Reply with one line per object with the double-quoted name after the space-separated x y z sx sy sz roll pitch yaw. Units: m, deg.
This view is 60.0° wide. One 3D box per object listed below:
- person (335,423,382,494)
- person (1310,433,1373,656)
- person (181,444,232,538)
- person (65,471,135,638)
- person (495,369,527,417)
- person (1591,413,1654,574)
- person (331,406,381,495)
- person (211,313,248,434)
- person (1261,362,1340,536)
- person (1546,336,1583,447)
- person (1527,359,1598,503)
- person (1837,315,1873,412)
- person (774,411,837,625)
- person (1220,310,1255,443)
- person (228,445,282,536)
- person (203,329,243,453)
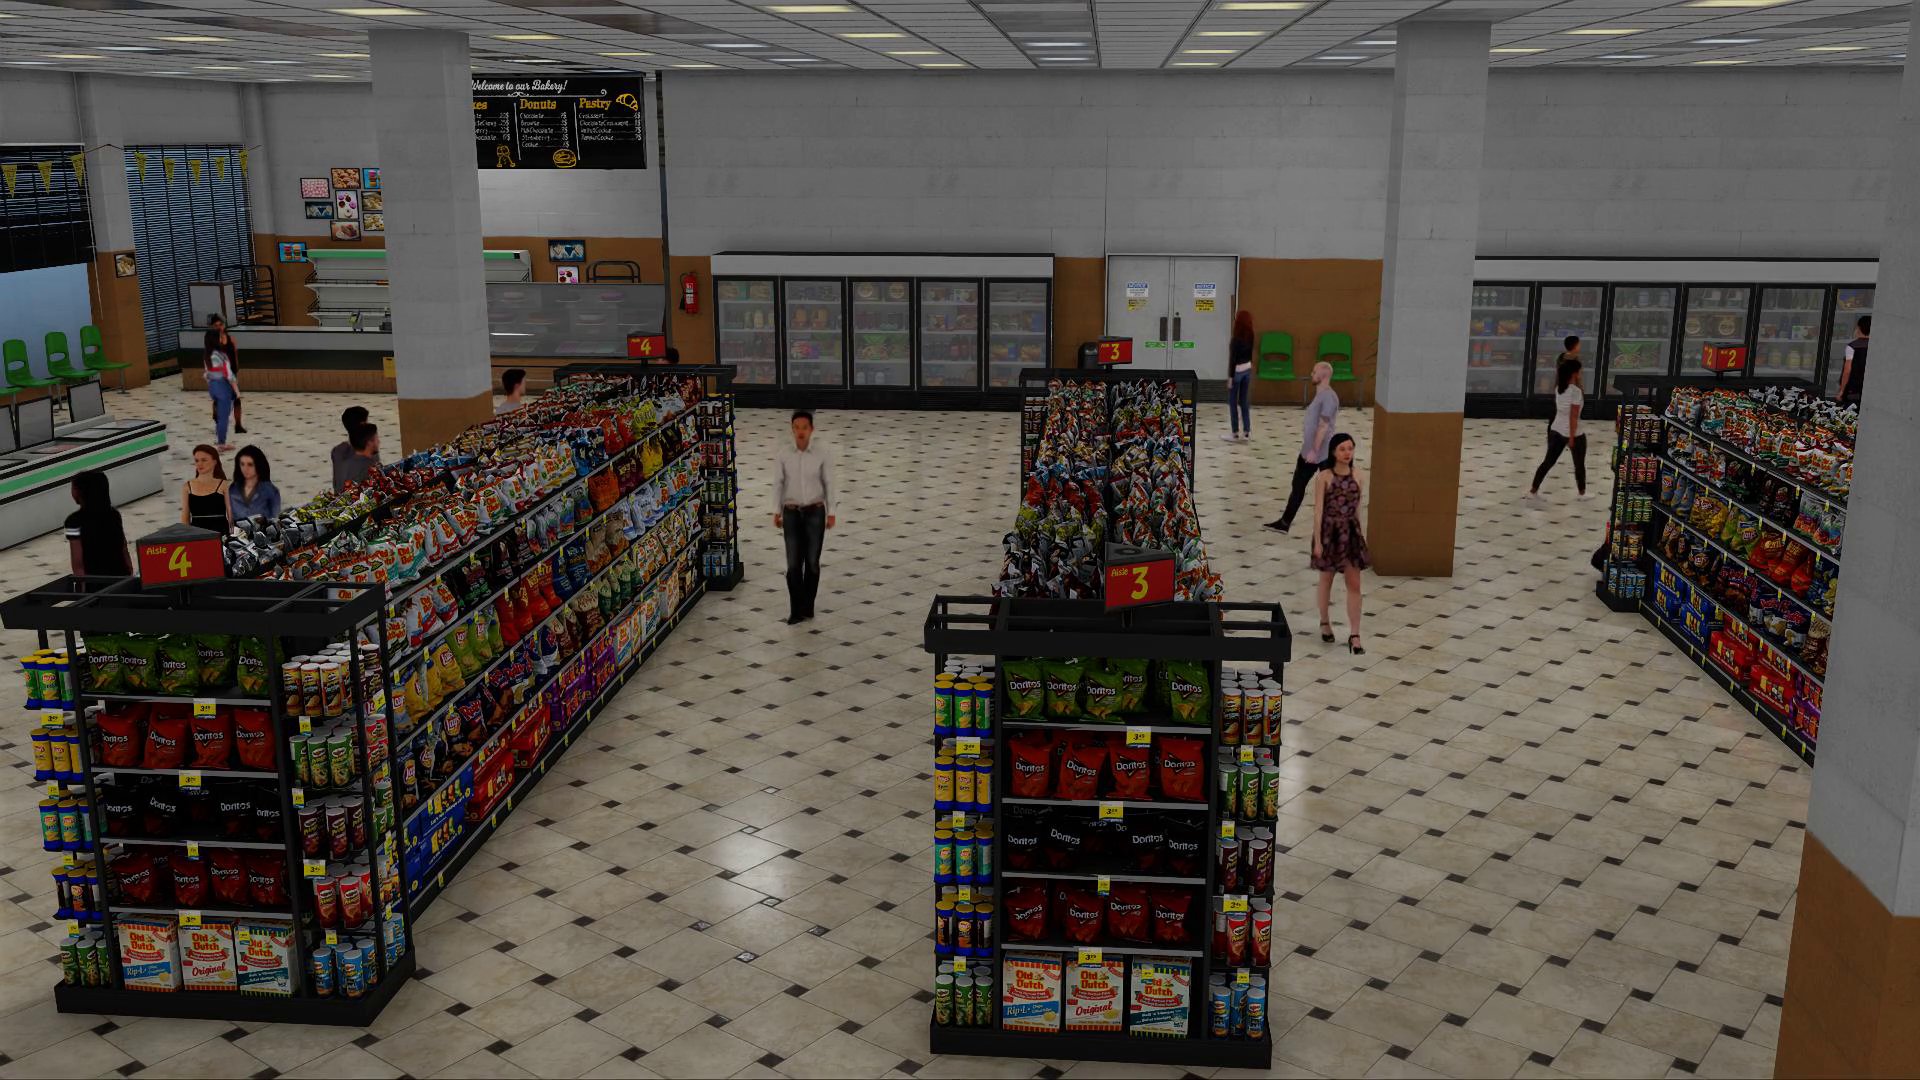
-4.674 0.029 12.994 1.001 1.853 1.163 9 16 33 "person"
2.978 0.017 13.278 0.788 1.742 1.070 -2 14 -9 "person"
-6.060 0.026 13.490 0.625 1.625 0.645 -2 14 -10 "person"
-6.049 0.380 11.887 0.798 1.694 0.869 4 14 15 "person"
-4.323 -0.672 15.848 0.794 1.871 0.837 13 19 43 "person"
6.217 -0.377 15.225 0.661 1.590 1.018 1 14 3 "person"
-5.038 -0.166 13.858 0.965 1.825 1.169 8 16 29 "person"
-10.223 -2.291 23.023 1.082 1.633 1.091 13 19 42 "person"
3.740 -0.869 16.830 0.861 1.789 1.178 -1 14 -2 "person"
8.075 -1.992 22.180 0.740 1.450 0.649 -7 15 -27 "person"
6.634 -1.161 18.429 0.956 1.603 1.118 -5 14 -18 "person"
11.315 -1.901 20.961 0.720 1.848 0.660 -2 14 -9 "person"
-1.312 -0.217 14.131 0.749 1.795 0.896 0 14 -2 "person"
3.764 -2.172 22.220 0.819 1.781 0.881 -10 17 -34 "person"
-5.351 0.128 12.784 0.638 1.759 0.670 2 14 8 "person"
-9.671 -1.929 21.597 0.693 1.604 0.709 9 16 33 "person"
